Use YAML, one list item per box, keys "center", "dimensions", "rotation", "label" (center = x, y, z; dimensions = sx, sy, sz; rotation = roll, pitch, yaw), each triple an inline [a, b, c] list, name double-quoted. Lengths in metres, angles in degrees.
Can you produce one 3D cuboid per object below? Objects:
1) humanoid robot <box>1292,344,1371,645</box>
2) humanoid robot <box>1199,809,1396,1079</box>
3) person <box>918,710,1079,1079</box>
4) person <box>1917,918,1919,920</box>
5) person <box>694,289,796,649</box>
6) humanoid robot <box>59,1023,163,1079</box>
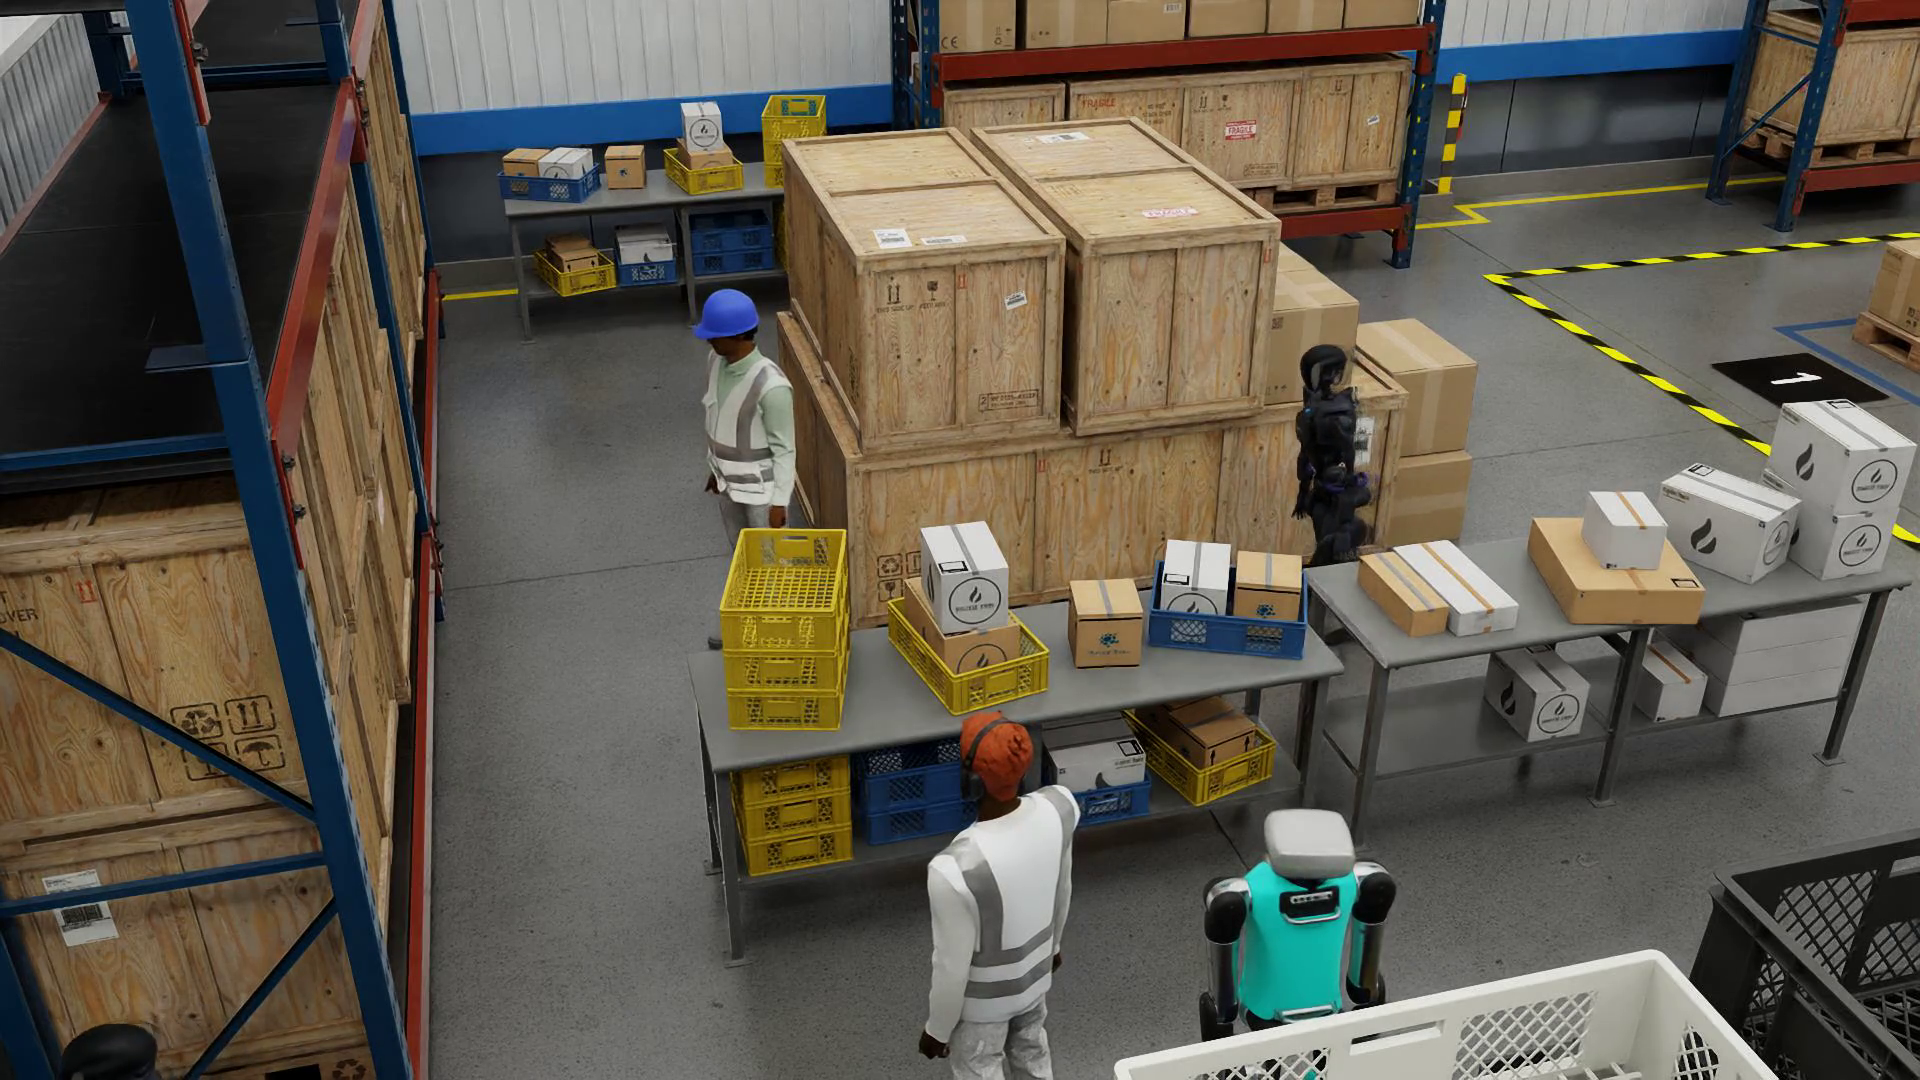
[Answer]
- center: [1.791, -0.167, 7.973]
  dimensions: [0.613, 1.631, 0.588]
  rotation: [-7, 30, -12]
  label: "humanoid robot"
- center: [0.966, 1.604, 4.582]
  dimensions: [0.533, 1.690, 0.741]
  rotation: [-5, 29, -9]
  label: "humanoid robot"
- center: [0.106, 1.328, 5.032]
  dimensions: [0.342, 1.881, 0.585]
  rotation: [25, 37, 37]
  label: "person"
- center: [3.937, 0.765, 6.108]
  dimensions: [0.403, 1.828, 0.595]
  rotation: [1, 29, 1]
  label: "person"
- center: [-1.004, -0.276, 7.886]
  dimensions: [0.398, 1.940, 0.602]
  rotation: [-22, 36, -34]
  label: "person"
- center: [-1.915, 1.867, 4.297]
  dimensions: [0.695, 1.633, 0.596]
  rotation: [-11, 31, -20]
  label: "humanoid robot"
